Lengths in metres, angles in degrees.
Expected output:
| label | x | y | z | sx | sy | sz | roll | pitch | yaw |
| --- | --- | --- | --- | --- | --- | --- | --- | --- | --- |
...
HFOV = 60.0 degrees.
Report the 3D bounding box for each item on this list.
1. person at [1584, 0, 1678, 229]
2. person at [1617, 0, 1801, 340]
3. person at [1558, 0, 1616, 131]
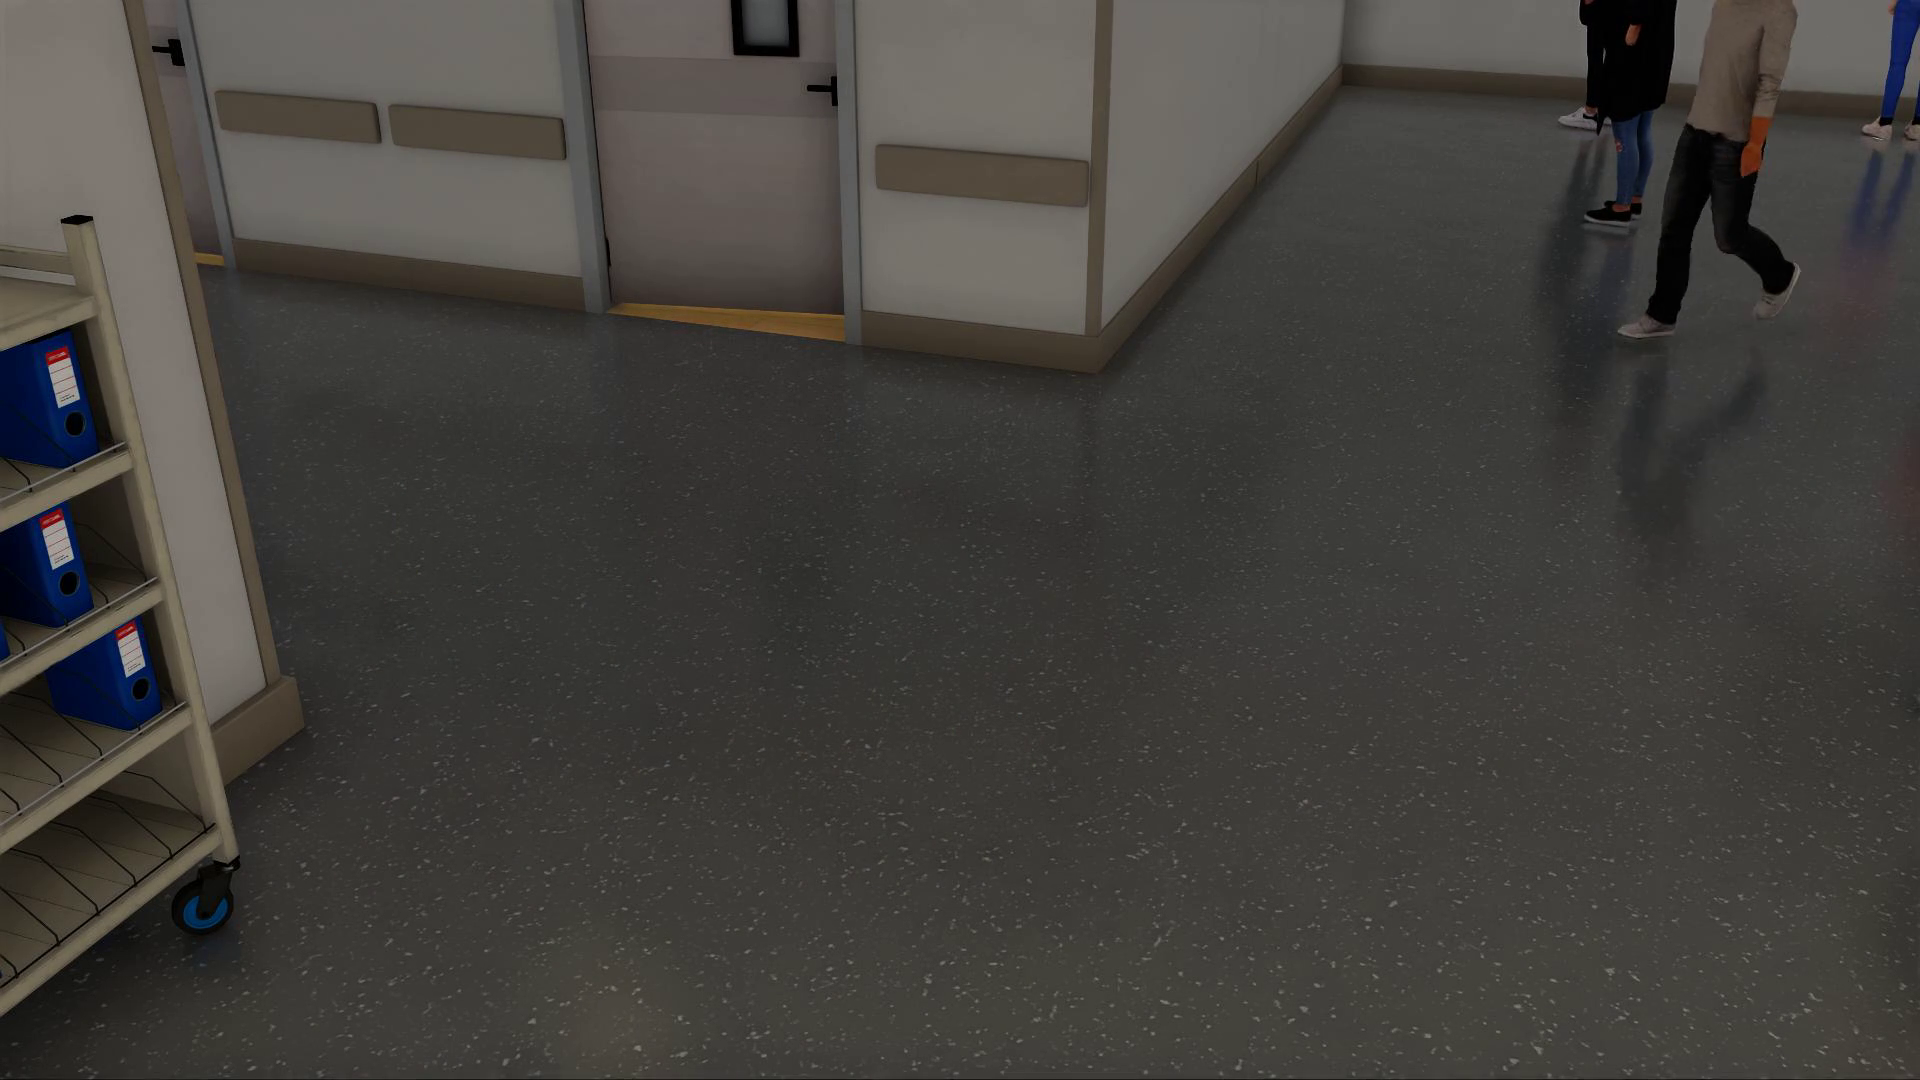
| label | x | y | z | sx | sy | sz | roll | pitch | yaw |
| --- | --- | --- | --- | --- | --- | --- | --- | --- | --- |
| person | 3.674 | -2.551 | 8.979 | 0.771 | 1.683 | 0.642 | 22 | 34 | 38 |
| person | 3.369 | -1.723 | 7.148 | 1.107 | 1.783 | 1.127 | -7 | 27 | -15 |
| person | 4.408 | -3.708 | 11.242 | 0.639 | 1.802 | 0.748 | -19 | 32 | -35 |
